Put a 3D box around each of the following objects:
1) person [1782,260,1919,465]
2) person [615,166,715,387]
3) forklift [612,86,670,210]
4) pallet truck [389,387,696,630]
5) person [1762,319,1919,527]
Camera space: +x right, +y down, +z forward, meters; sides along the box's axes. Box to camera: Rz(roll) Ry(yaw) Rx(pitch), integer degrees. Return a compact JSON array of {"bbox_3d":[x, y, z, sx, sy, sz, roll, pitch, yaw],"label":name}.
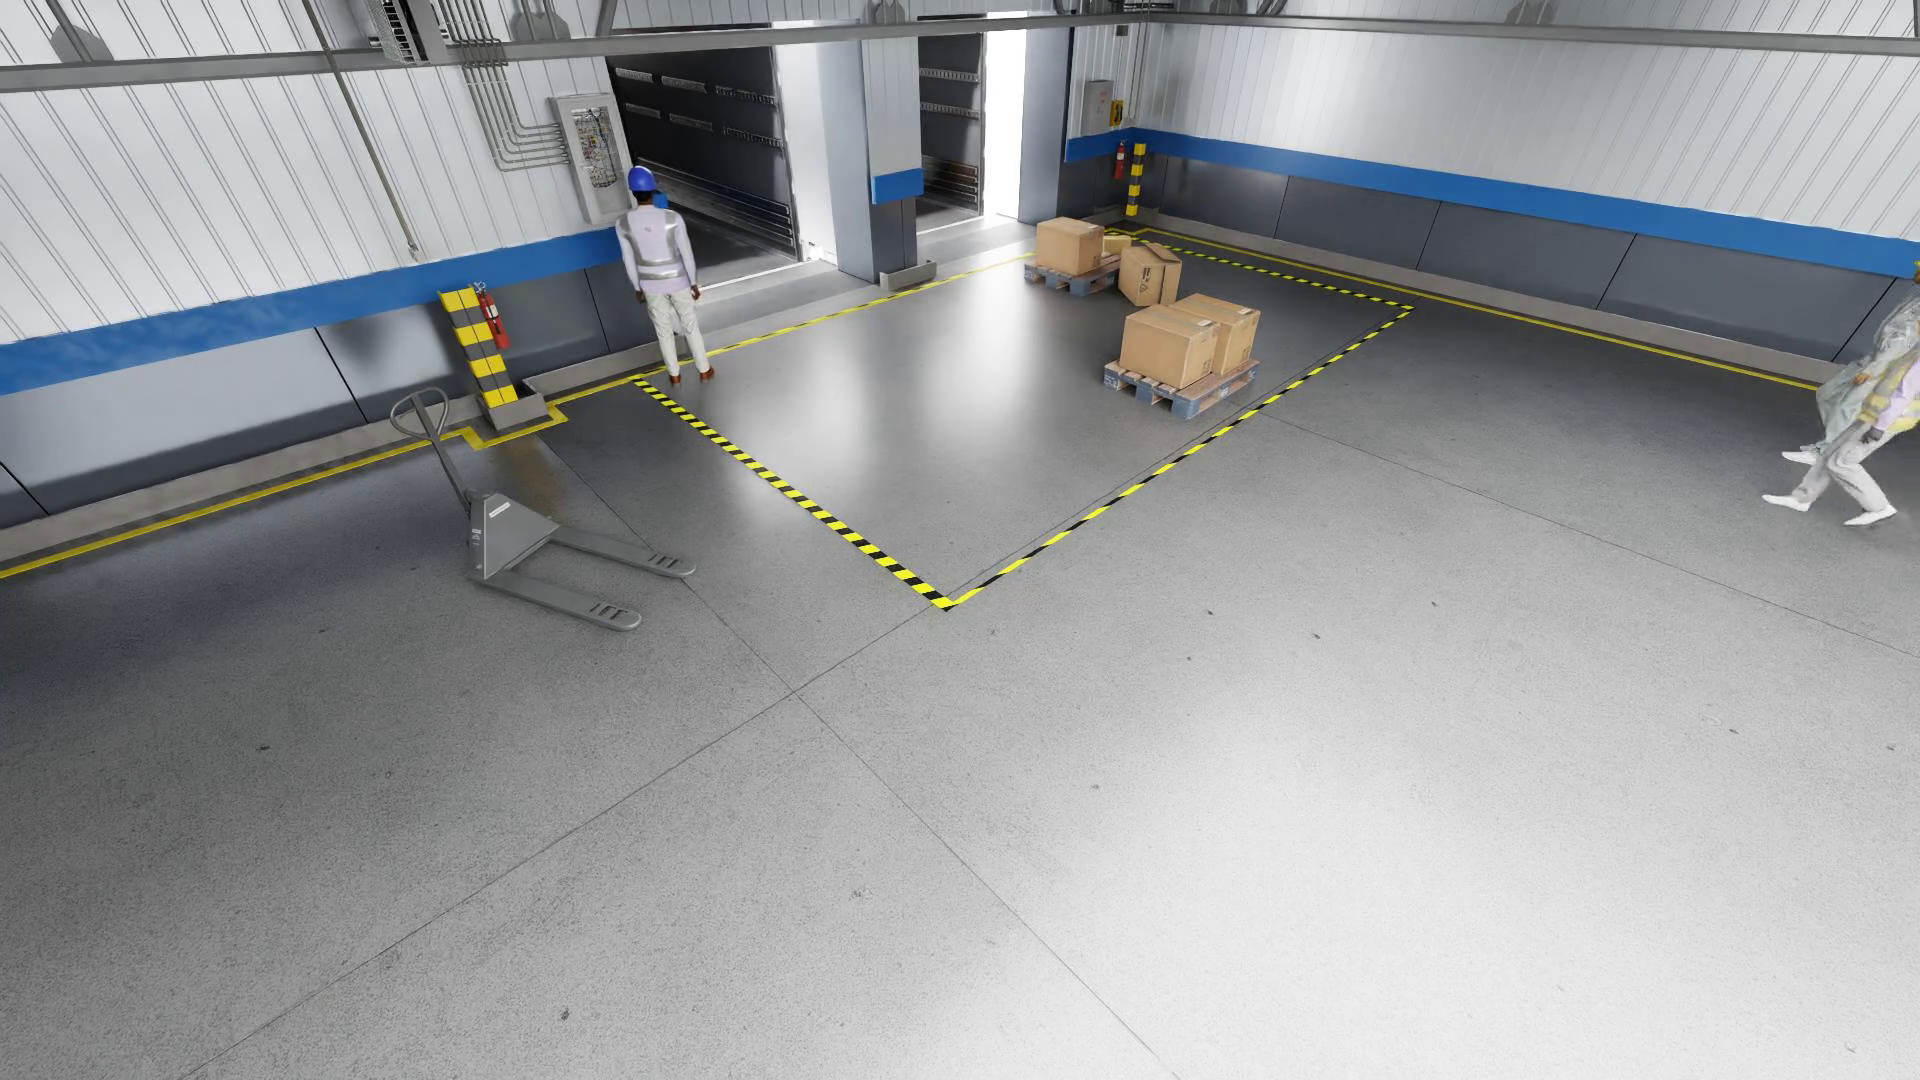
[{"bbox_3d":[7.071,-1.361,5.633,0.437,1.720,0.517,25,44,29],"label":"person"},{"bbox_3d":[-2.711,-2.358,6.745,0.603,1.948,0.402,-8,38,-11],"label":"person"},{"bbox_3d":[-4.713,-5.168,10.304,0.716,2.013,0.776,-30,47,-33],"label":"forklift"},{"bbox_3d":[-2.613,-0.247,4.593,1.601,1.201,0.680,14,40,17],"label":"pallet truck"},{"bbox_3d":[6.364,-0.787,4.978,0.535,1.611,0.626,-27,45,-30],"label":"person"}]
